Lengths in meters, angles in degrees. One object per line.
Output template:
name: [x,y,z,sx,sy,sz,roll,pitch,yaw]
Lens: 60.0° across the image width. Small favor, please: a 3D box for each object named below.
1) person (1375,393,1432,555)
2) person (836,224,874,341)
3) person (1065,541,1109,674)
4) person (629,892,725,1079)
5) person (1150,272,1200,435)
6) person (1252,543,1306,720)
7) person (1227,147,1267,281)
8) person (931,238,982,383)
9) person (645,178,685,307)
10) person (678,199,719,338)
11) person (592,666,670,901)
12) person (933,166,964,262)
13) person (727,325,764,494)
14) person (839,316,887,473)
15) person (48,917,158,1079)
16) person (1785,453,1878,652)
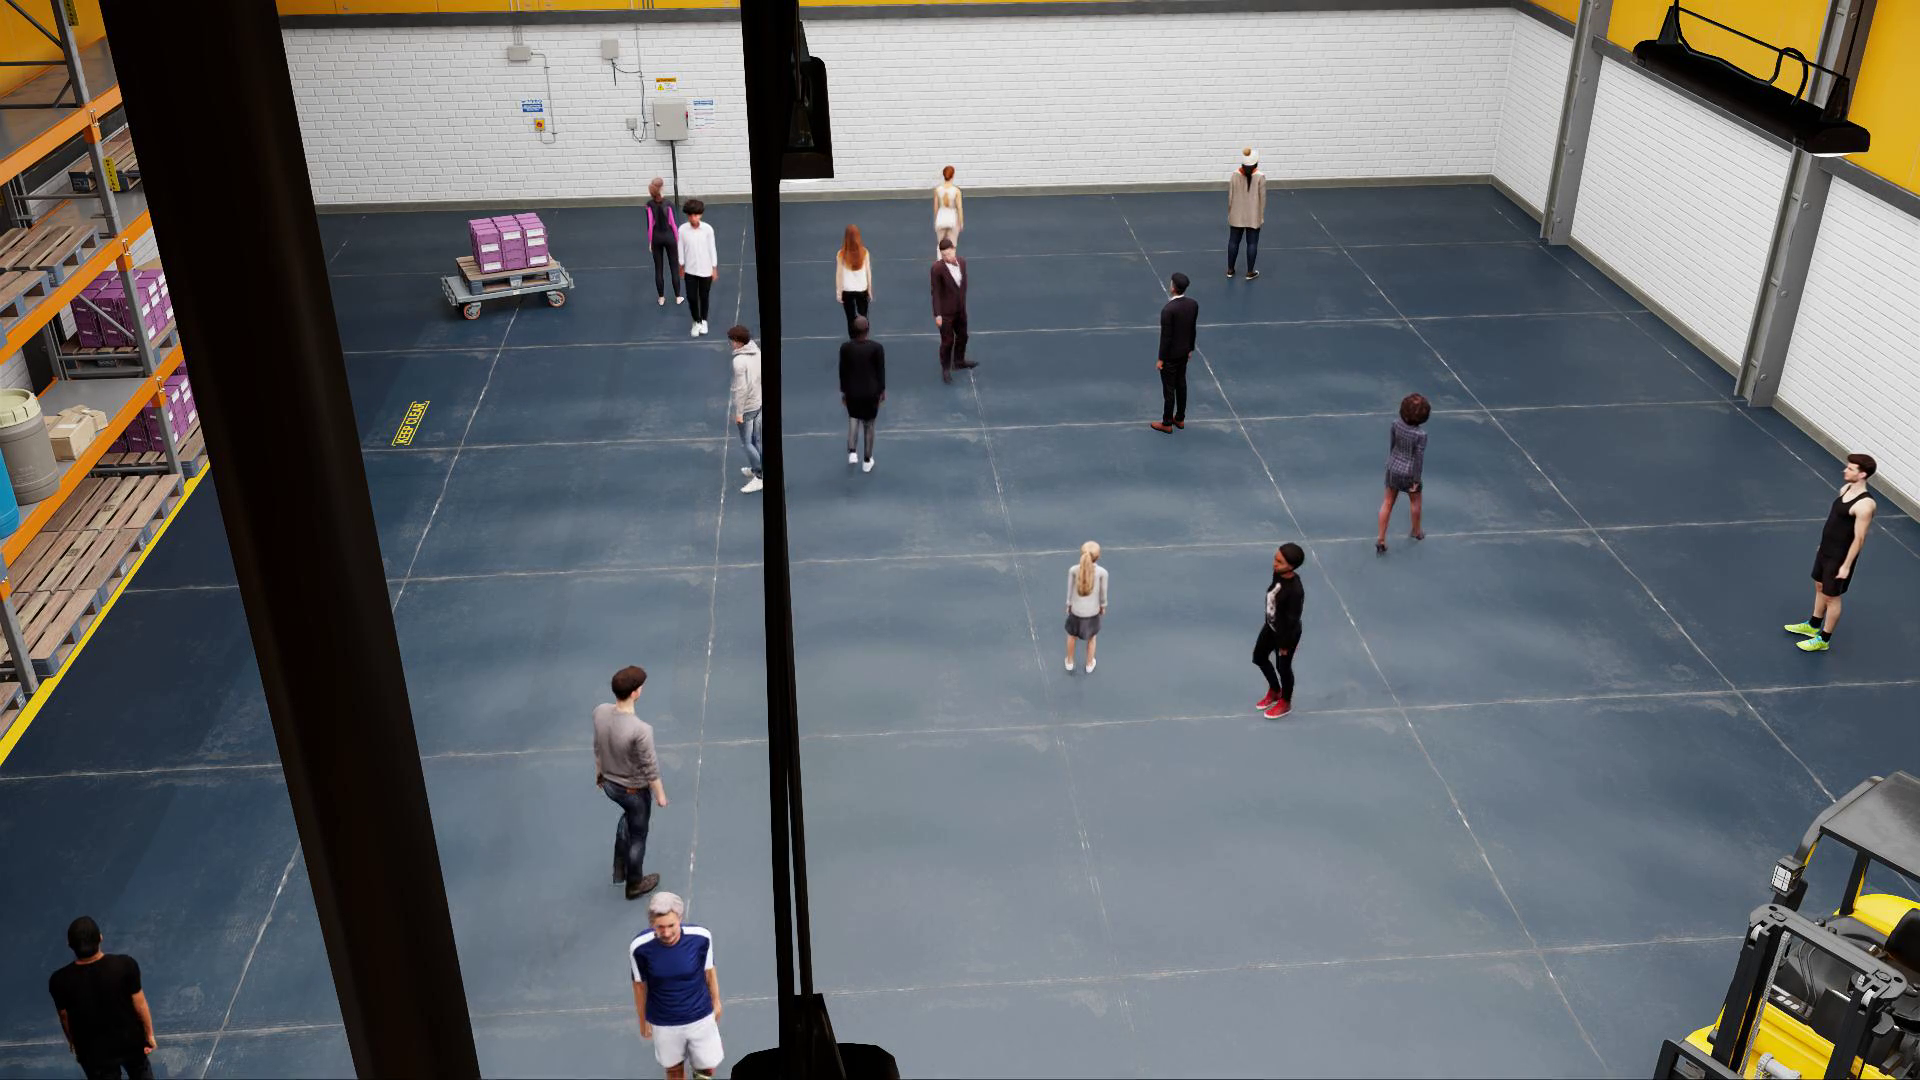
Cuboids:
person: [4.282,-0.606,16.273,0.975,1.673,0.958,-24,37,-36]
person: [-1.298,-3.070,20.746,0.628,1.716,0.696,-5,29,-9]
person: [1.098,0.582,14.512,0.560,1.274,0.568,3,29,5]
person: [-1.676,2.761,9.936,0.689,1.831,0.726,-6,29,-10]
person: [2.442,-2.129,18.844,0.772,1.884,0.777,-22,36,-35]
person: [2.744,0.743,13.815,0.728,1.658,0.589,-9,30,-17]
person: [4.020,-4.615,23.396,0.803,1.890,0.827,12,31,21]
person: [-0.103,-2.813,20.164,0.935,1.821,0.966,20,35,32]
person: [-4.008,-4.035,22.481,0.546,1.748,0.521,-2,29,-4]
person: [-3.388,-3.563,21.564,0.642,1.796,0.628,-2,29,-4]
person: [-2.395,1.774,11.686,0.825,1.886,0.864,17,33,28]
person: [-0.198,-4.406,23.281,0.646,1.632,0.667,7,29,13]
person: [-2.220,-1.423,17.594,0.976,1.841,0.797,11,31,19]
person: [-1.065,-1.539,17.899,0.705,1.753,0.714,4,29,7]
person: [-4.940,2.956,9.669,0.953,1.743,1.195,-17,33,-28]
person: [7.791,0.100,14.751,0.784,1.891,0.569,2,29,4]
